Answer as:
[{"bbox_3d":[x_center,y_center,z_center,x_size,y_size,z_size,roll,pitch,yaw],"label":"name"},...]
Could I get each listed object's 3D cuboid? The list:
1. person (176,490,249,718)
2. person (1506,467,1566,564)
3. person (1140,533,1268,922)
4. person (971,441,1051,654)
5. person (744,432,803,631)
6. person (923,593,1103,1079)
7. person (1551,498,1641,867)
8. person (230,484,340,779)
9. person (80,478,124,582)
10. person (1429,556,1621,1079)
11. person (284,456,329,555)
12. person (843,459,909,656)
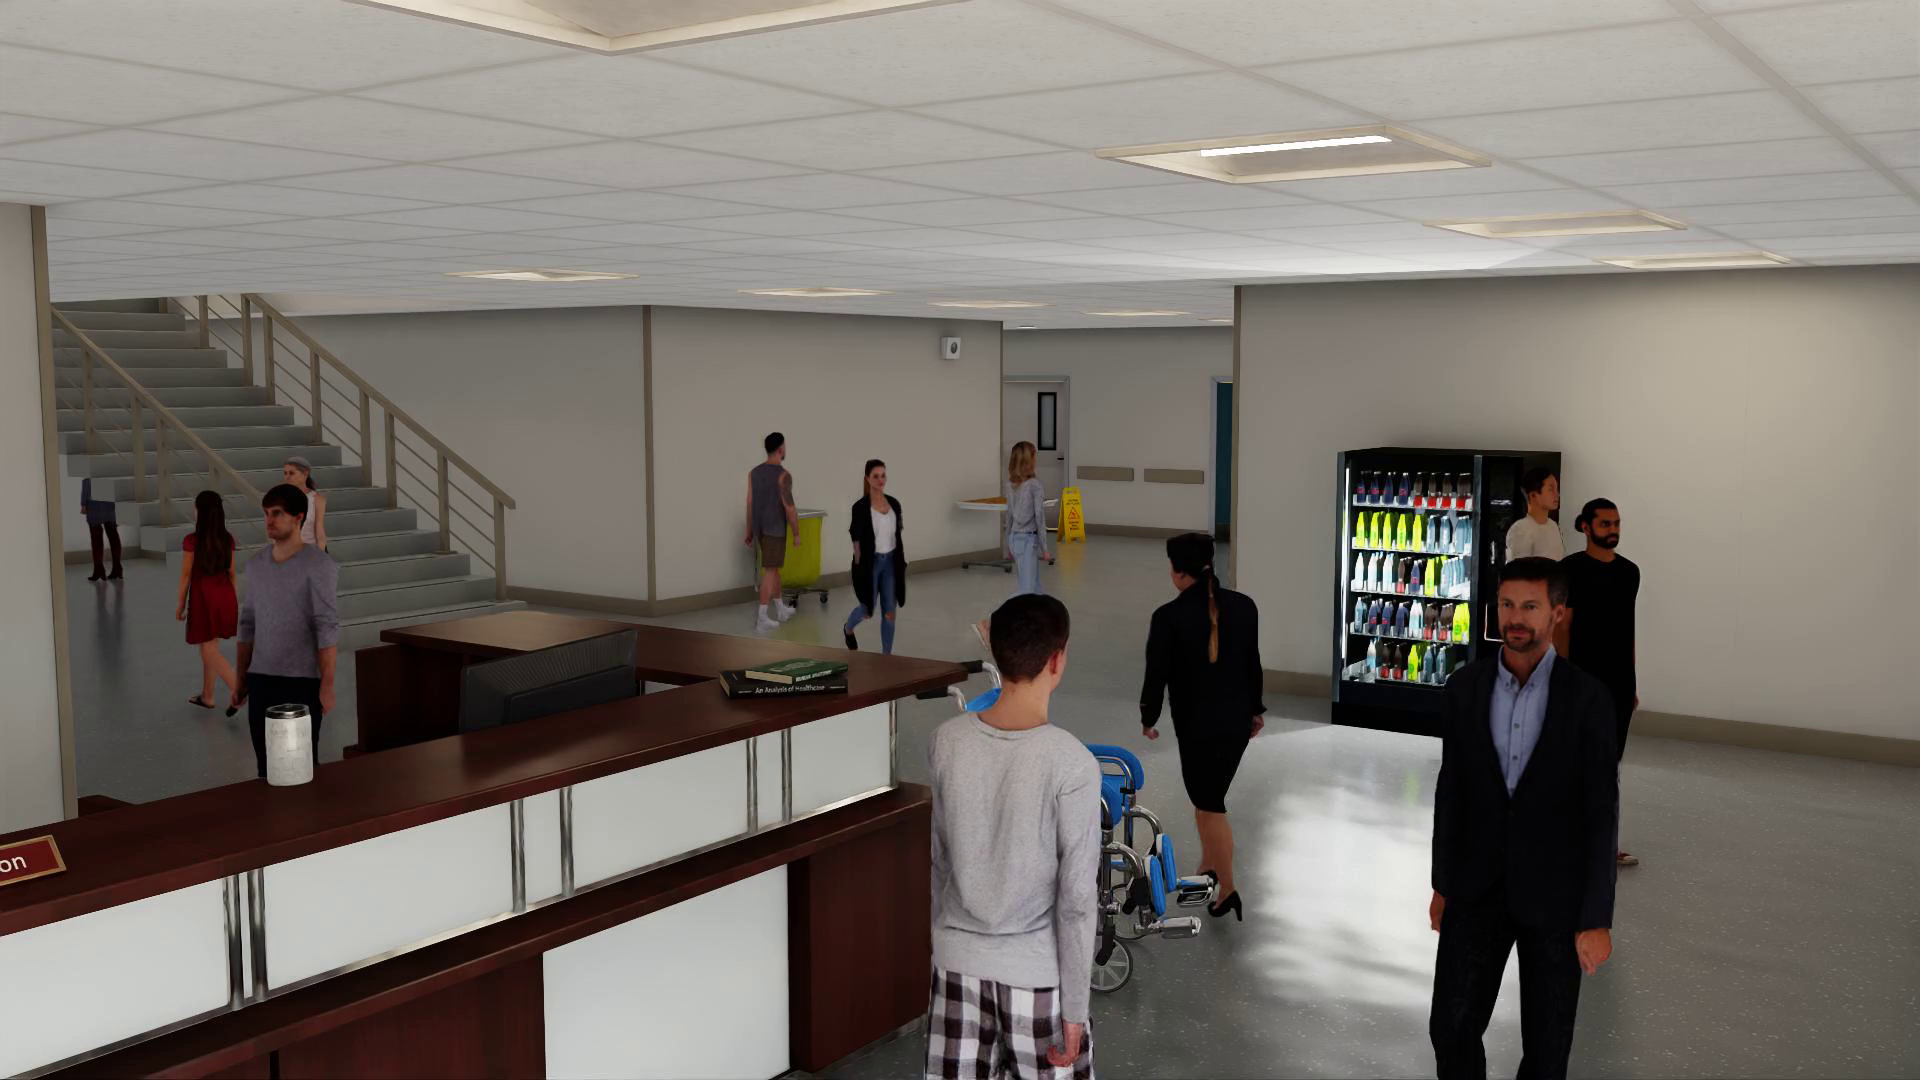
[{"bbox_3d":[-5.096,0.447,11.379,1.015,1.526,0.587,3,7,30],"label":"person"},{"bbox_3d":[3.300,0.475,9.768,1.002,1.794,0.685,5,7,40],"label":"person"},{"bbox_3d":[1.091,0.818,7.066,0.875,1.652,0.922,-2,6,-23],"label":"person"},{"bbox_3d":[0.472,0.101,13.601,0.978,1.771,1.126,-3,7,-30],"label":"person"},{"bbox_3d":[-1.806,-0.064,15.361,0.898,1.819,0.762,3,7,31],"label":"person"},{"bbox_3d":[0.063,1.061,3.858,1.112,1.810,0.828,3,6,26],"label":"person"},{"bbox_3d":[3.029,0.676,7.951,0.730,1.758,0.766,-2,6,-18],"label":"person"},{"bbox_3d":[-3.096,0.653,7.785,0.742,1.837,0.809,3,6,24],"label":"person"},{"bbox_3d":[-9.724,-0.399,18.878,0.568,1.710,0.623,2,6,23],"label":"person"},{"bbox_3d":[1.569,0.964,4.613,0.697,1.853,0.747,3,7,30],"label":"person"},{"bbox_3d":[-5.150,0.186,13.101,0.591,1.702,0.729,1,6,14],"label":"person"},{"bbox_3d":[-0.702,0.209,13.064,0.833,1.664,1.016,-4,7,-34],"label":"person"}]
